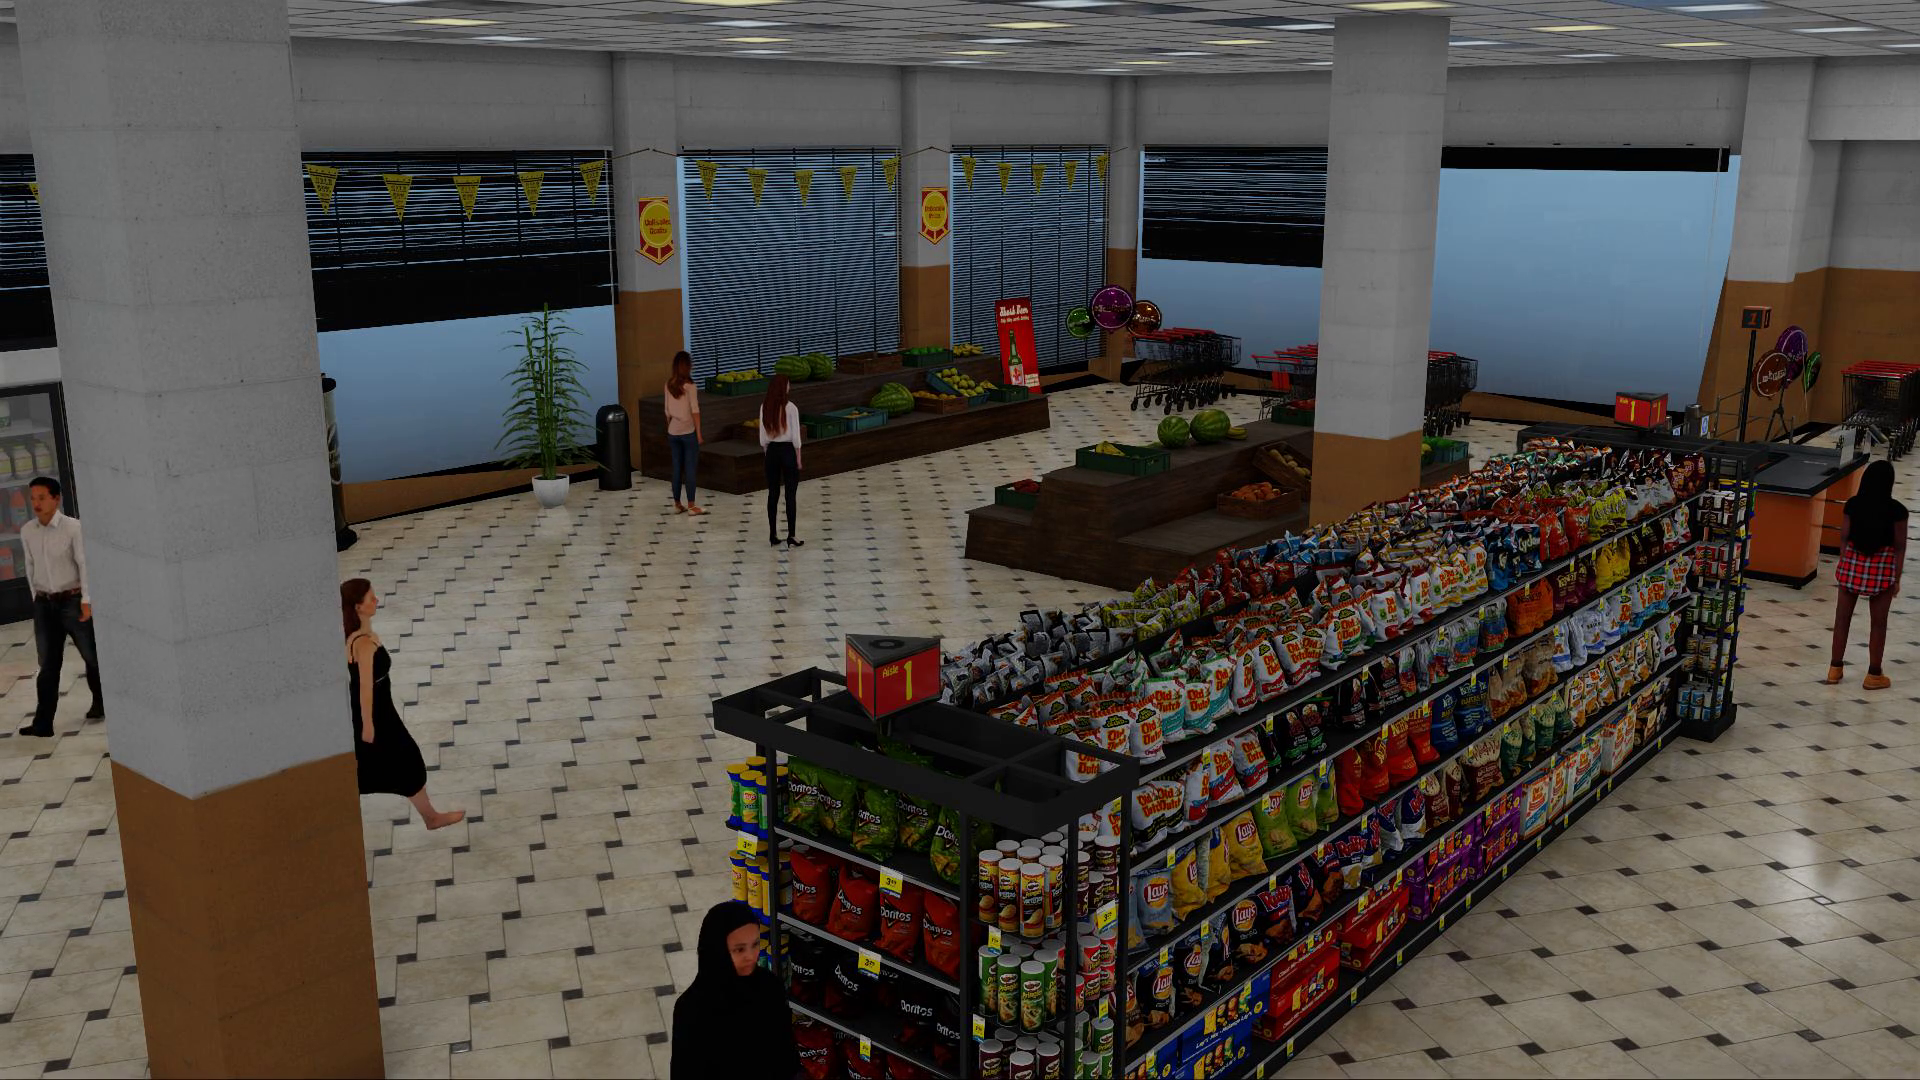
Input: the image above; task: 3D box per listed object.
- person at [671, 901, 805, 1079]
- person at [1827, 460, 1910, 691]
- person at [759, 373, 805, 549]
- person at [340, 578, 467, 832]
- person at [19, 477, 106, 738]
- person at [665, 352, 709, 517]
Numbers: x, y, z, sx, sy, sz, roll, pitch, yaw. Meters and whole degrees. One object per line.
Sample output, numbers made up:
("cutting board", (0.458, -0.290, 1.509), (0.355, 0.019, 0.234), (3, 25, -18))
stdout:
("person", (-0.810, 1.949, 5.676), (0.697, 1.607, 0.963), (12, 18, 42))
("person", (6.781, 0.251, 12.421), (0.598, 1.728, 0.585), (12, 18, 40))
("person", (-1.789, -0.799, 16.684), (0.652, 1.760, 0.600), (6, 15, 22))
("person", (-3.471, 1.039, 9.502), (1.180, 1.572, 0.846), (-8, 16, -30))
("person", (-6.155, 0.440, 11.556), (1.106, 1.768, 1.239), (0, 14, 2))
("person", (-3.015, -1.161, 18.115), (0.627, 1.788, 0.580), (8, 16, 28))
